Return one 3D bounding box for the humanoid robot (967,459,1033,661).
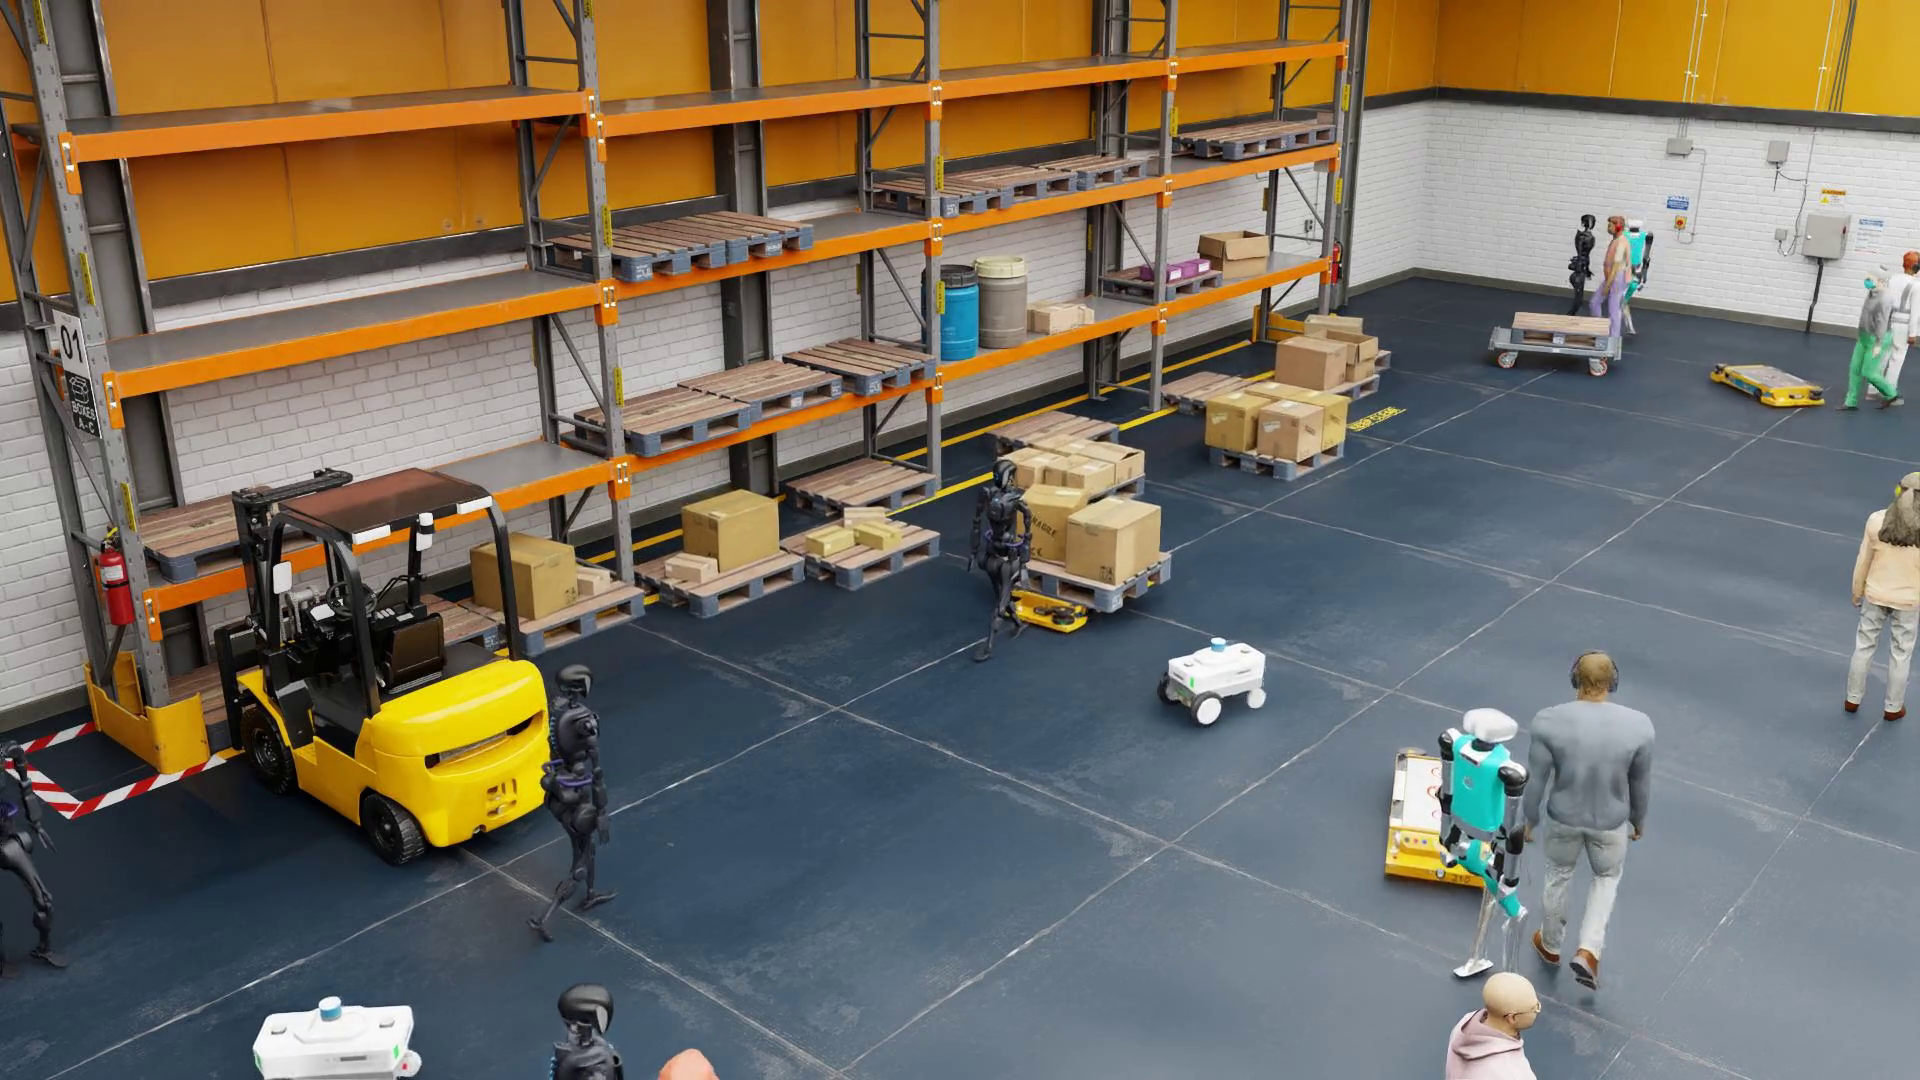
[{"bbox_3d":[0.334,0.124,13.262,0.601,1.619,0.825,15,25,35],"label":"humanoid robot"}]

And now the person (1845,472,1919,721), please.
[{"bbox_3d":[6.792,0.414,12.115,0.553,1.876,0.394,15,25,36],"label":"person"}]

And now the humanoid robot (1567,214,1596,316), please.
[{"bbox_3d":[8.985,-3.906,24.108,0.368,1.649,0.583,12,24,30],"label":"humanoid robot"}]

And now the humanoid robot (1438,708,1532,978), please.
[{"bbox_3d":[2.913,1.706,8.949,0.793,1.860,0.549,-13,24,-31],"label":"humanoid robot"}]

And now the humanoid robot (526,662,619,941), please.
[{"bbox_3d":[-2.288,1.480,9.542,0.688,1.635,0.588,-18,27,-39],"label":"humanoid robot"}]

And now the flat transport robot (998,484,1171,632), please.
[{"bbox_3d":[1.049,0.436,14.370,0.659,0.231,1.431,14,25,34],"label":"flat transport robot"}]

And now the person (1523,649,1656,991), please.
[{"bbox_3d":[3.372,1.540,9.007,0.664,1.923,0.597,7,21,18],"label":"person"}]

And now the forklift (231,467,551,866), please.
[{"bbox_3d":[-3.730,0.710,10.856,2.313,2.155,1.214,17,26,38],"label":"forklift"}]

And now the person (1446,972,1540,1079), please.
[{"bbox_3d":[2.067,2.493,6.607,0.401,1.784,0.522,-2,20,-5],"label":"person"}]

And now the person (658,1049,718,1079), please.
[{"bbox_3d":[-1.047,2.688,6.189,0.557,1.713,0.850,8,22,20],"label":"person"}]

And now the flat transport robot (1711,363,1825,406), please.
[{"bbox_3d":[10.098,-1.943,20.814,0.659,0.231,1.431,-3,20,-7],"label":"flat transport robot"}]

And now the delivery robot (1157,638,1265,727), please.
[{"bbox_3d":[1.888,1.034,12.363,0.815,0.612,0.499,-10,23,-26],"label":"delivery robot"}]

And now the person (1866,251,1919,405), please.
[{"bbox_3d":[11.397,-2.573,20.210,0.354,1.878,0.566,-3,21,-9],"label":"person"}]

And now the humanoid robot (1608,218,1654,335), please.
[{"bbox_3d":[9.438,-3.756,23.603,0.541,1.712,0.939,5,21,13],"label":"humanoid robot"}]

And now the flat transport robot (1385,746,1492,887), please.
[{"bbox_3d":[3.125,1.772,10.751,0.659,0.231,1.431,6,21,15],"label":"flat transport robot"}]

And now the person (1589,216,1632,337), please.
[{"bbox_3d":[8.905,-3.550,22.933,0.653,1.823,0.581,4,21,9],"label":"person"}]

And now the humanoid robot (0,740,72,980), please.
[{"bbox_3d":[-5.250,1.656,9.034,0.463,1.642,0.609,11,23,28],"label":"humanoid robot"}]

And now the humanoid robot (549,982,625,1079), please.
[{"bbox_3d":[-1.461,2.506,6.727,0.363,1.639,0.616,-9,22,-23],"label":"humanoid robot"}]

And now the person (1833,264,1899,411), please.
[{"bbox_3d":[10.914,-2.391,19.795,0.599,1.824,0.536,0,20,0],"label":"person"}]

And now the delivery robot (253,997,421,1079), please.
[{"bbox_3d":[-3.104,2.541,8.238,0.765,0.585,0.499,-2,20,-6],"label":"delivery robot"}]
